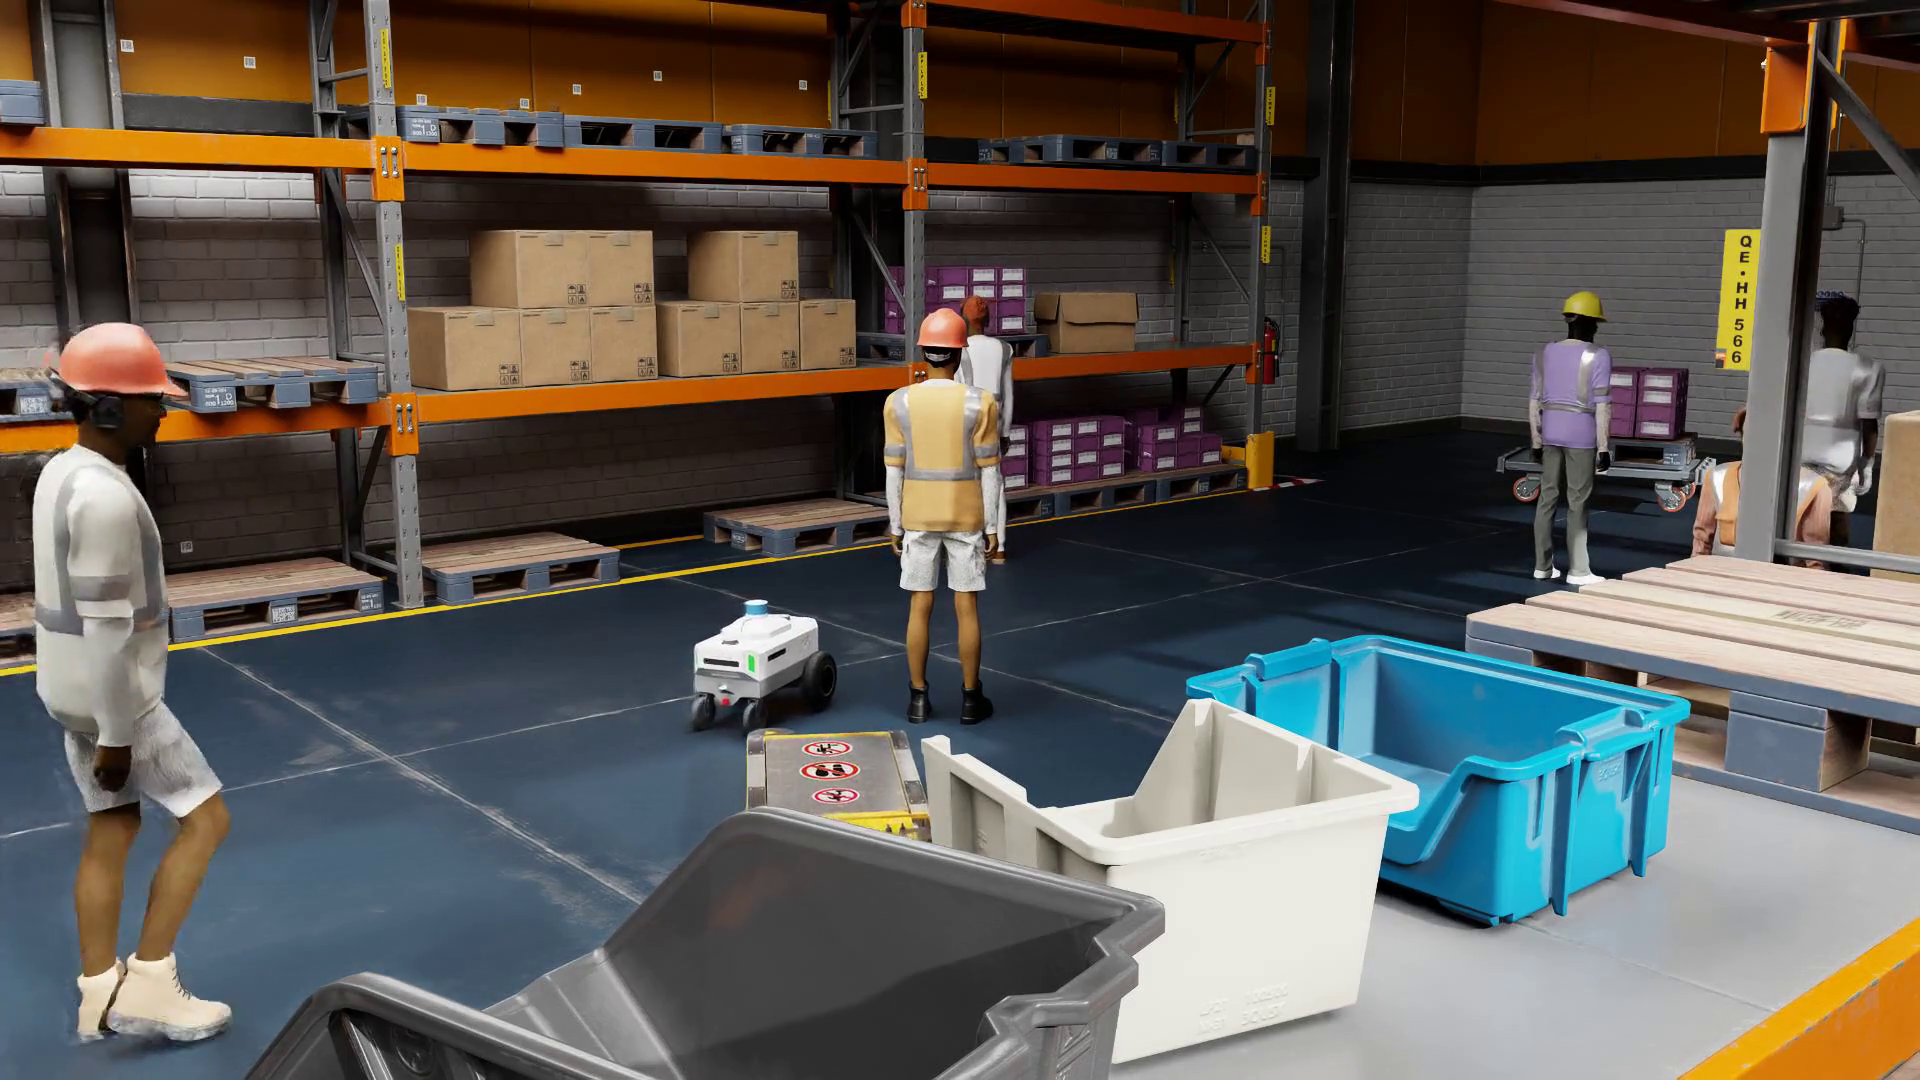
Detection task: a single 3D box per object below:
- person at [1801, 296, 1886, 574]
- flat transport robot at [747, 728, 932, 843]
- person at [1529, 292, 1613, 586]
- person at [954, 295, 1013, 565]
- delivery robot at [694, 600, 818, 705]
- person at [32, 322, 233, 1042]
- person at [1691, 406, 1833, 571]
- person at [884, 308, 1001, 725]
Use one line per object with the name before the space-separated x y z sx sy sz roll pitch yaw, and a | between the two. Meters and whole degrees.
person | 5.307 -0.529 10.214 0.618 1.921 0.981 7 12 35
flat transport robot | -0.479 0.989 6.304 0.652 0.197 1.431 -1 10 -7
person | 4.015 -0.659 10.920 0.382 1.920 0.585 -7 12 -34
person | 0.115 -0.745 11.496 0.584 1.883 0.337 -7 12 -34
delivery robot | -0.954 0.527 7.839 0.477 0.478 0.707 4 11 21
person | -2.289 0.416 4.626 0.528 2.025 0.608 -8 13 -38
person | 3.117 0.266 6.529 0.310 1.636 0.523 -9 13 -40
person | -0.077 -0.098 7.729 0.543 1.939 0.356 1 10 8
